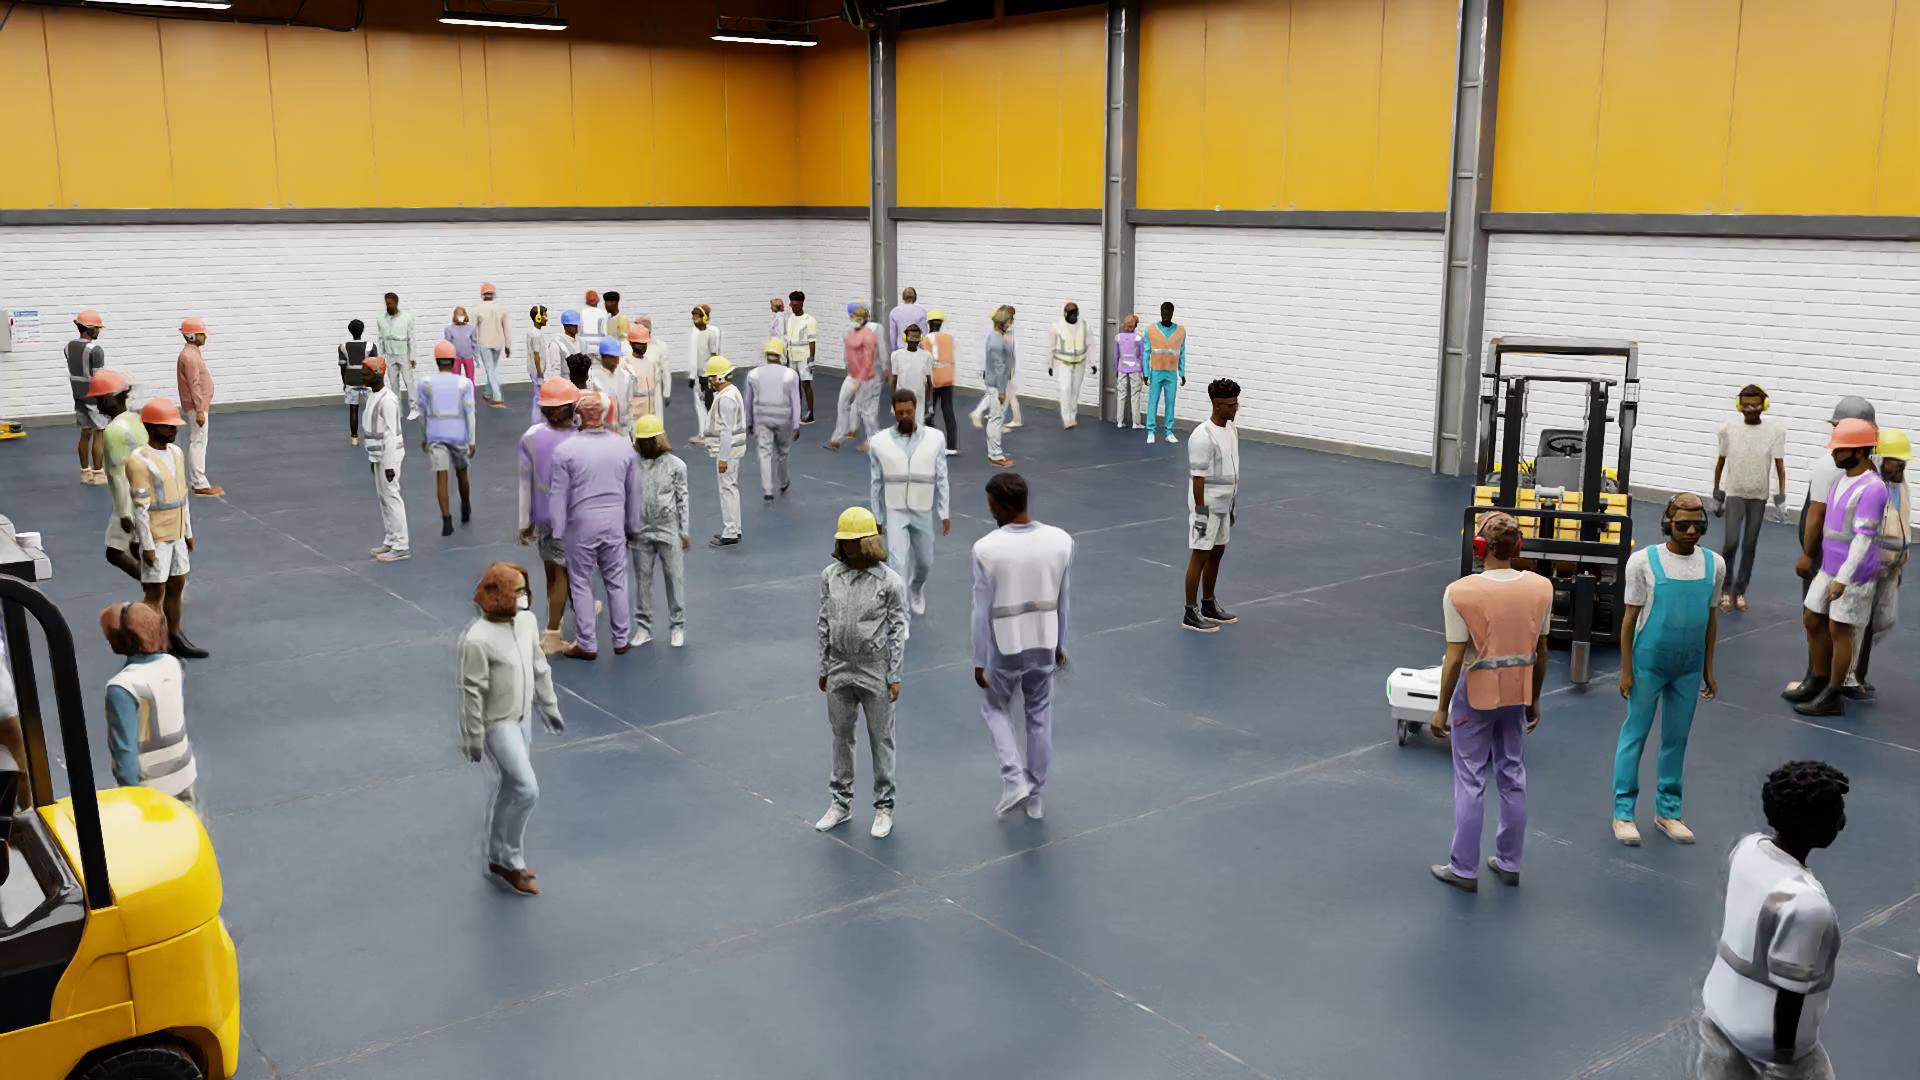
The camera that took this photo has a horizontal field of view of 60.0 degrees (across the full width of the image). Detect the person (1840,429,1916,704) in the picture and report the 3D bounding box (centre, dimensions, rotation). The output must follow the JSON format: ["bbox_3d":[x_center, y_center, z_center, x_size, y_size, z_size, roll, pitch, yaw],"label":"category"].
[{"bbox_3d":[6.012,0.166,10.965,0.610,1.827,0.421,-6,13,-26],"label":"person"}]

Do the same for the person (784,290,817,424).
[{"bbox_3d":[-2.341,-2.671,24.351,0.607,1.958,0.374,11,16,43],"label":"person"}]

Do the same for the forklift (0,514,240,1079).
[{"bbox_3d":[-3.687,1.115,5.480,2.313,2.155,1.214,-9,15,-36],"label":"forklift"}]

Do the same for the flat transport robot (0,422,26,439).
[{"bbox_3d":[-13.627,-1.527,22.908,1.431,0.197,0.652,6,13,27],"label":"flat transport robot"}]

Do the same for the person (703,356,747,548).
[{"bbox_3d":[-2.237,-0.844,15.859,0.403,1.818,0.604,-1,12,-5],"label":"person"}]

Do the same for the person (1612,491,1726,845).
[{"bbox_3d":[3.639,0.657,8.538,0.506,1.846,0.348,-1,12,-2],"label":"person"}]

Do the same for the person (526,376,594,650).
[{"bbox_3d":[-2.890,-0.174,12.108,0.611,2.040,0.399,4,12,16],"label":"person"}]

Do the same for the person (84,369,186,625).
[{"bbox_3d":[-6.324,-0.295,12.712,0.518,2.028,0.641,-1,12,-5],"label":"person"}]

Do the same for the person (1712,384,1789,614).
[{"bbox_3d":[6.298,-0.316,13.242,0.539,1.843,0.627,4,12,17],"label":"person"}]

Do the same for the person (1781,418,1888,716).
[{"bbox_3d":[5.607,0.185,10.612,0.420,1.931,0.564,0,12,2],"label":"person"}]

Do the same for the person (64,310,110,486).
[{"bbox_3d":[-9.970,-1.627,19.137,0.612,2.029,0.410,6,13,28],"label":"person"}]

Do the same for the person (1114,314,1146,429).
[{"bbox_3d":[2.438,-2.401,23.793,0.514,1.645,0.309,7,14,31],"label":"person"}]

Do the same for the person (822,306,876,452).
[{"bbox_3d":[-1.425,-2.061,21.526,0.823,1.900,0.648,-8,14,-32],"label":"person"}]

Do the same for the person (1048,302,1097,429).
[{"bbox_3d":[1.627,-2.492,23.853,0.646,1.802,0.901,-3,12,-12],"label":"person"}]

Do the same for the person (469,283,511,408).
[{"bbox_3d":[-7.518,-3.092,26.377,0.823,1.952,0.648,11,16,43],"label":"person"}]

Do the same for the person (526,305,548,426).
[{"bbox_3d":[-5.679,-2.229,22.447,0.326,1.862,0.508,-3,12,-16],"label":"person"}]

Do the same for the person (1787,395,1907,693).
[{"bbox_3d":[5.850,0.043,11.028,0.699,2.000,0.537,-5,13,-22],"label":"person"}]

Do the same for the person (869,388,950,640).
[{"bbox_3d":[-0.393,-0.237,12.761,0.596,1.892,0.811,-2,12,-7],"label":"person"}]

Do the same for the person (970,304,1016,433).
[{"bbox_3d":[0.502,-2.412,23.452,0.536,1.809,0.696,6,13,27],"label":"person"}]

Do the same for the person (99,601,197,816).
[{"bbox_3d":[-3.508,1.056,7.127,0.455,1.620,0.545,1,12,4],"label":"person"}]

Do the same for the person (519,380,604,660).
[{"bbox_3d":[-2.860,-0.184,12.245,0.638,1.983,1.055,3,12,16],"label":"person"}]

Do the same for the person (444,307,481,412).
[{"bbox_3d":[-7.660,-2.766,25.619,0.524,1.622,0.401,-5,13,-23],"label":"person"}]

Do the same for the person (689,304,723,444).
[{"bbox_3d":[-3.407,-2.227,22.393,0.342,1.875,0.632,8,14,35],"label":"person"}]

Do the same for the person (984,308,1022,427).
[{"bbox_3d":[0.623,-2.509,24.194,0.802,1.695,0.551,6,13,28],"label":"person"}]

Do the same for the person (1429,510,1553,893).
[{"bbox_3d":[2.538,0.779,7.945,0.572,1.843,0.373,-3,12,-16],"label":"person"}]

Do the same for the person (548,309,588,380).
[{"bbox_3d":[-4.760,-1.855,20.417,0.388,1.947,0.614,7,13,29],"label":"person"}]

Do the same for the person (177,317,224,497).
[{"bbox_3d":[-8.459,-1.479,18.488,0.389,1.992,0.625,-6,13,-26],"label":"person"}]

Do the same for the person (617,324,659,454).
[{"bbox_3d":[-3.479,-1.382,18.160,0.363,1.935,0.553,8,14,34],"label":"person"}]

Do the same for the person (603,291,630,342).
[{"bbox_3d":[-5.018,-2.685,24.433,0.403,1.952,0.615,-7,14,-32],"label":"person"}]

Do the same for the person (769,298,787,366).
[{"bbox_3d":[-3.016,-3.204,27.697,0.312,1.635,0.513,-3,12,-14],"label":"person"}]

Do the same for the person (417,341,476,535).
[{"bbox_3d":[-5.128,-1.041,16.644,0.560,1.880,1.000,-3,12,-16],"label":"person"}]

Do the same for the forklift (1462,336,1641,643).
[{"bbox_3d":[4.683,-0.471,13.136,1.214,2.155,2.313,4,12,20],"label":"forklift"}]

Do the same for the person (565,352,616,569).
[{"bbox_3d":[-3.314,-0.665,14.627,0.613,1.964,0.361,-8,14,-34],"label":"person"}]

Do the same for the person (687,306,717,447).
[{"bbox_3d":[-3.432,-2.183,22.209,0.329,1.865,0.512,-10,16,-41],"label":"person"}]

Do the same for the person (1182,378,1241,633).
[{"bbox_3d":[1.955,-0.275,12.778,0.386,1.957,0.604,8,14,34],"label":"person"}]

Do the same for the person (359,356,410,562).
[{"bbox_3d":[-5.278,-0.746,15.252,0.345,1.878,0.581,-7,14,-30],"label":"person"}]

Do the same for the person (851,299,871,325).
[{"bbox_3d":[-1.539,-2.852,25.732,0.486,1.744,0.294,10,15,39],"label":"person"}]

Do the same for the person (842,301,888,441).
[{"bbox_3d":[-1.267,-2.285,22.643,0.710,1.898,0.392,5,13,22],"label":"person"}]

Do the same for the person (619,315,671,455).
[{"bbox_3d":[-3.878,-1.815,20.392,0.662,1.881,0.691,-2,12,-9],"label":"person"}]

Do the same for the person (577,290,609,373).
[{"bbox_3d":[-5.720,-2.998,26.171,0.569,1.857,0.706,2,12,7],"label":"person"}]

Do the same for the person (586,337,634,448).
[{"bbox_3d":[-3.484,-1.085,16.810,0.645,1.897,0.963,-11,16,-43],"label":"person"}]

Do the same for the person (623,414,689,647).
[{"bbox_3d":[-2.246,-0.064,12.267,0.492,1.742,0.319,0,12,1],"label":"person"}]

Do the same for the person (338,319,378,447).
[{"bbox_3d":[-7.980,-2.089,22.152,0.535,1.700,0.318,-2,12,-8],"label":"person"}]

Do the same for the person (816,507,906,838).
[{"bbox_3d":[-0.525,0.684,8.653,0.484,1.744,0.296,4,12,20],"label":"person"}]

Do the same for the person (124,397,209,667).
[{"bbox_3d":[-5.597,-0.048,11.757,0.400,1.928,0.542,2,12,7],"label":"person"}]

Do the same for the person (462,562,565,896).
[{"bbox_3d":[-2.120,0.894,7.956,0.519,1.616,0.510,3,12,15],"label":"person"}]

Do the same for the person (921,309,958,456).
[{"bbox_3d":[-0.304,-2.033,21.474,0.635,1.854,0.903,-10,16,-41],"label":"person"}]

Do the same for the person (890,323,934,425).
[{"bbox_3d":[-0.561,-1.596,19.405,0.512,1.857,0.340,-1,12,-7],"label":"person"}]

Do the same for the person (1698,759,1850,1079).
[{"bbox_3d":[2.557,1.465,5.033,0.668,1.677,0.540,0,12,0],"label":"person"}]

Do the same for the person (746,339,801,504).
[{"bbox_3d":[-2.037,-1.308,18.209,0.617,1.770,0.963,0,12,-1],"label":"person"}]

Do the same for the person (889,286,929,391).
[{"bbox_3d":[-0.772,-2.923,25.601,0.627,1.940,0.371,4,12,18],"label":"person"}]

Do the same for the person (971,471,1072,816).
[{"bbox_3d":[0.318,0.572,8.858,0.575,1.891,0.447,-3,12,-16],"label":"person"}]

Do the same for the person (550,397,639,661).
[{"bbox_3d":[-2.656,-0.087,12.028,0.696,1.896,0.394,-10,15,-39],"label":"person"}]

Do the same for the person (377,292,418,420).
[{"bbox_3d":[-8.380,-2.746,24.845,0.603,1.905,0.407,2,12,11],"label":"person"}]

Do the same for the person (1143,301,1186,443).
[{"bbox_3d":[2.761,-2.266,22.491,0.587,1.914,0.392,-1,12,-7],"label":"person"}]

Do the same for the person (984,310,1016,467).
[{"bbox_3d":[0.490,-1.869,20.520,0.373,1.936,0.629,-1,12,-4],"label":"person"}]
